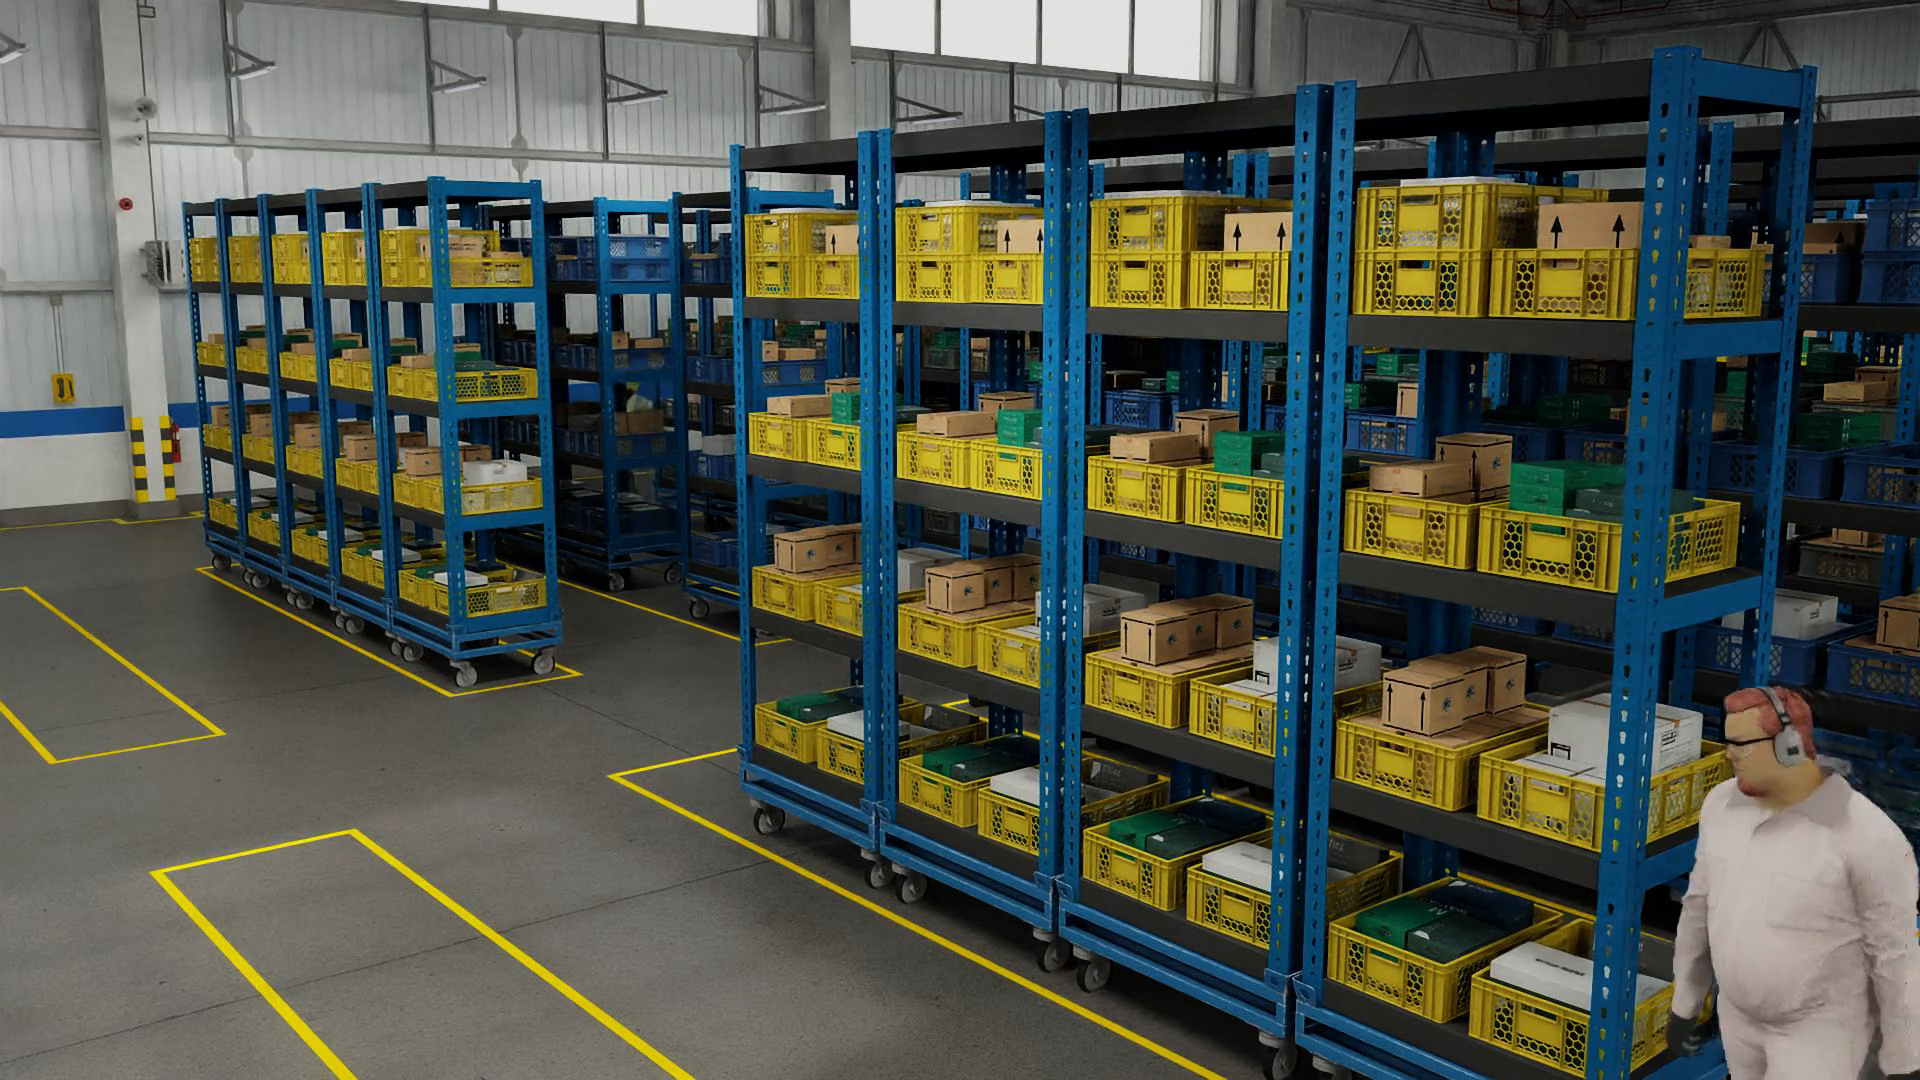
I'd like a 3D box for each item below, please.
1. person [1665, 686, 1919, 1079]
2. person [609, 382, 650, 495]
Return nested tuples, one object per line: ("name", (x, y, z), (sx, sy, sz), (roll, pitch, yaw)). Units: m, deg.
("person", (2.177, 1.343, 4.553), (0.818, 1.866, 0.681), (-4, 10, -21))
("person", (-4.013, -1.124, 19.737), (0.631, 1.758, 0.932), (4, 10, 25))
